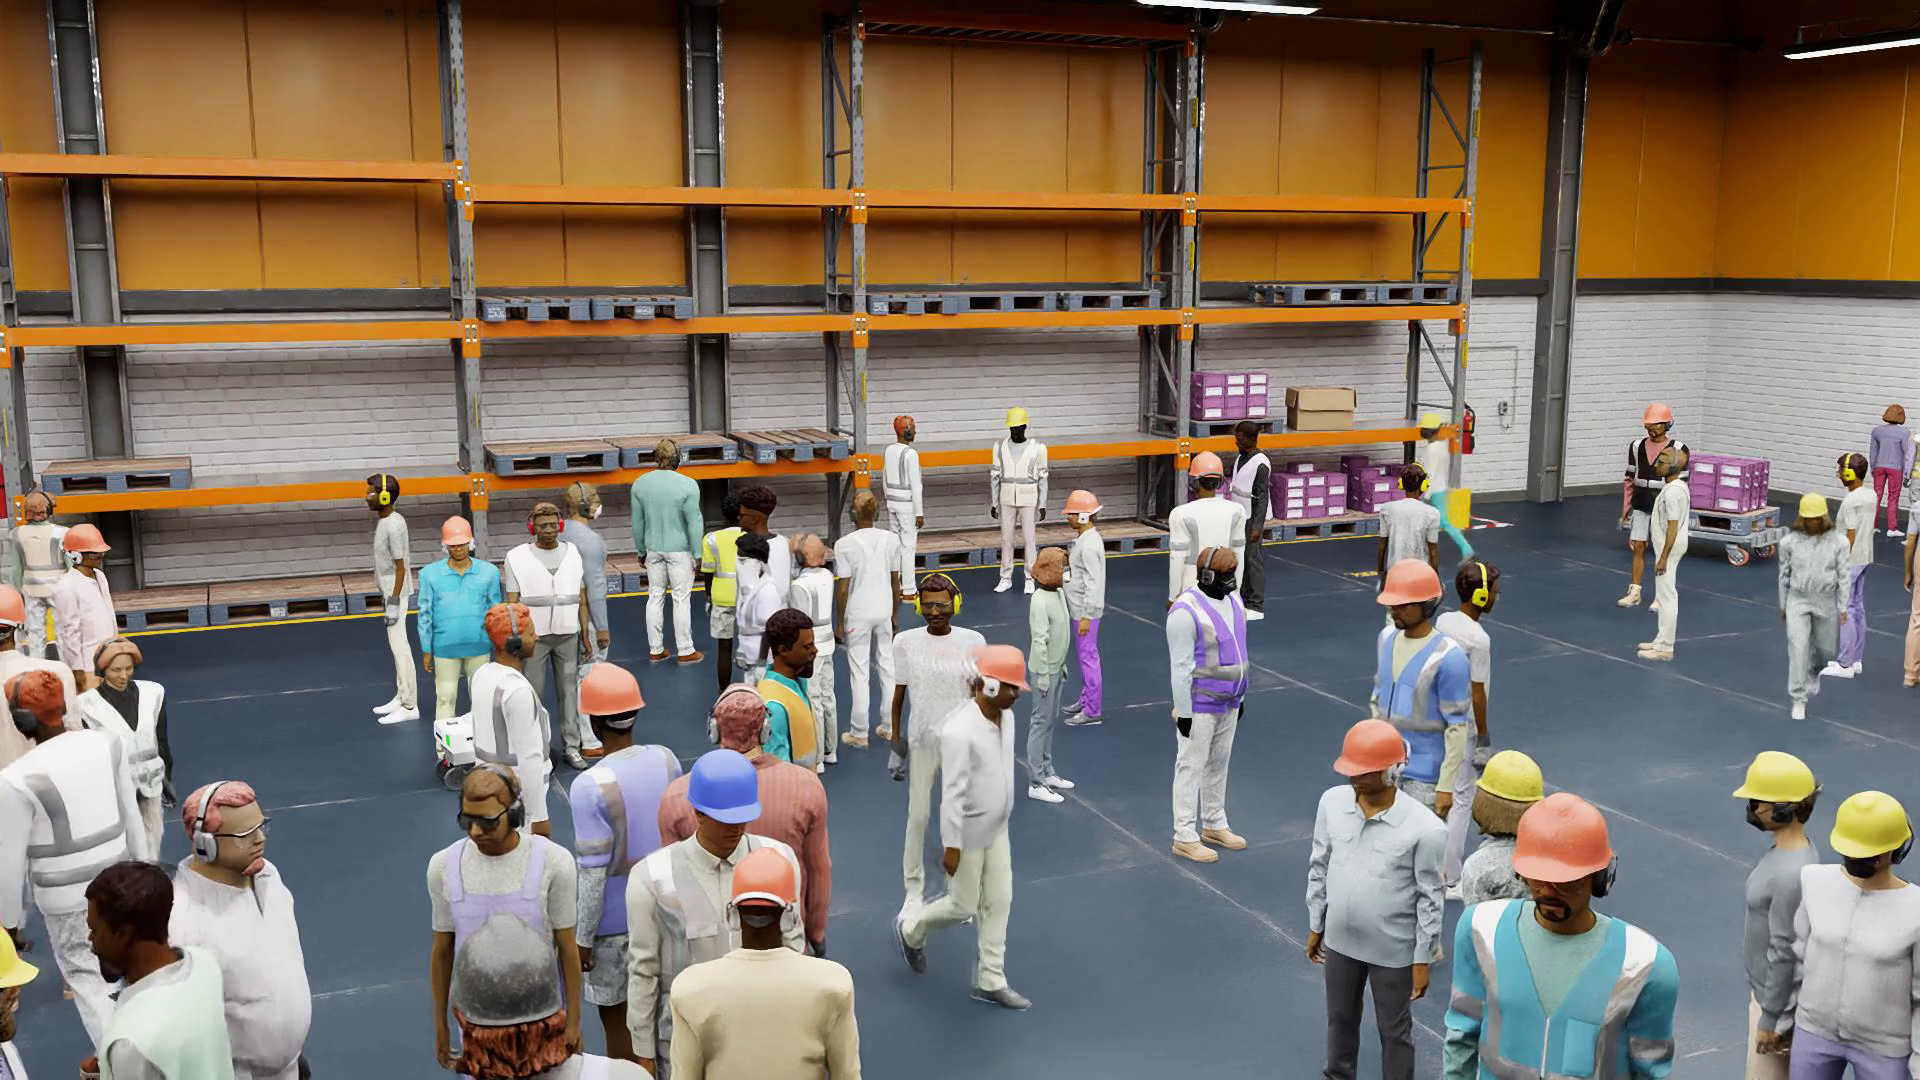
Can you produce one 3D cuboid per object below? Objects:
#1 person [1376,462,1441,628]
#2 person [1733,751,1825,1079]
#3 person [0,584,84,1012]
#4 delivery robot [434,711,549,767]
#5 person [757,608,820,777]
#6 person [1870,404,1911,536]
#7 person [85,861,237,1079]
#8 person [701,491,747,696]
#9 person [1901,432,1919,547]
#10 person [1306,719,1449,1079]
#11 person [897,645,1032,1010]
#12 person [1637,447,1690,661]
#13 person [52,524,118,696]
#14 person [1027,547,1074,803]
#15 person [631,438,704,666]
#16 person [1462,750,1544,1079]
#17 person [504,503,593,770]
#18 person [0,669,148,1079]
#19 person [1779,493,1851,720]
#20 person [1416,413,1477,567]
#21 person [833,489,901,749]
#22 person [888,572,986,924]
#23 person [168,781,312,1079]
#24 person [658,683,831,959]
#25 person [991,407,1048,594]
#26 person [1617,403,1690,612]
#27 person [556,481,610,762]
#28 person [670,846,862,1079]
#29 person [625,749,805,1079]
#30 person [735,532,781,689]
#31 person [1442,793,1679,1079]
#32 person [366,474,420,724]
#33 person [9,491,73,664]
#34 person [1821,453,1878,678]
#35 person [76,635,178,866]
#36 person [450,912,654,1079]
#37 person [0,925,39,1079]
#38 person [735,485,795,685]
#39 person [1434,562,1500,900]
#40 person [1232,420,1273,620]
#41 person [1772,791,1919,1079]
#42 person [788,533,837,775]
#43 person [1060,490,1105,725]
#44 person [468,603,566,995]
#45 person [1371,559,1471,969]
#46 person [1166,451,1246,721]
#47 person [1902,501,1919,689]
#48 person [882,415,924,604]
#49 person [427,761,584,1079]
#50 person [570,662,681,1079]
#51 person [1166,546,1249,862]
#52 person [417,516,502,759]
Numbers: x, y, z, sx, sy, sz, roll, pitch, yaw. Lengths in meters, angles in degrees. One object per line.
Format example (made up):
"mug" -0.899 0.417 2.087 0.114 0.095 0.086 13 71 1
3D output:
"person" 3.528 0.318 13.106 0.510 1.863 0.326 7 12 34
"person" 2.892 1.616 5.937 0.341 1.754 0.533 5 11 25
"person" -4.363 1.188 7.696 0.608 1.996 0.379 -5 11 -29
"delivery robot" -3.110 1.280 11.047 0.707 0.478 0.477 -6 11 -30
"person" -0.798 1.248 7.576 0.378 1.917 0.598 0 10 -2
"person" 11.487 -0.862 20.551 0.281 1.634 0.498 -6 11 -30
"person" -2.100 1.788 4.605 0.869 1.884 0.599 -2 10 -12
"person" -1.697 0.471 12.688 0.534 1.697 0.322 0 10 1
"person" 11.472 -0.724 19.728 0.514 1.645 0.309 2 10 9
"person" 1.576 1.534 6.420 0.564 1.745 0.334 9 13 42
"person" 0.028 1.317 7.783 0.681 1.704 0.583 6 12 32
"person" 6.069 0.115 14.312 0.337 1.846 0.514 5 11 26
"person" -5.660 0.759 10.867 0.330 1.750 0.573 -1 10 -5
"person" 0.583 0.850 10.692 0.284 1.633 0.497 3 10 17
"person" -2.466 0.105 14.104 0.635 1.937 0.353 3 10 17
"person" 1.951 1.608 6.008 0.489 1.744 0.295 -6 12 -32
"person" -2.763 0.655 11.199 0.565 1.846 0.390 -6 11 -30
"person" -3.624 1.419 6.741 0.631 1.861 0.602 4 11 21
"person" 6.471 0.470 12.659 0.497 1.716 0.687 4 10 20
"person" 5.344 -0.555 18.527 0.867 1.733 0.533 3 10 15
"person" -0.659 0.558 11.759 0.507 1.847 0.351 -5 11 -29
"person" -0.107 1.083 8.668 0.538 1.869 0.312 0 10 -2
"person" -2.218 1.671 5.170 0.410 1.909 0.643 1 10 4
"person" -0.806 1.478 6.283 0.639 1.911 0.402 -2 10 -12
"person" 0.597 -0.400 17.044 0.594 1.924 0.379 3 10 17
"person" 6.762 -0.320 16.249 0.373 2.043 0.615 -9 13 -43
"person" -2.605 0.557 11.500 0.370 1.940 0.627 -8 13 -38
"person" -0.582 1.777 5.026 0.576 1.740 0.342 -1 10 -6
"person" -0.781 1.611 5.436 0.604 1.939 0.415 -5 11 -26
"person" -1.305 0.778 10.951 0.322 1.686 0.549 -4 11 -21
"person" 1.642 1.692 4.656 0.610 2.043 0.375 6 11 29
"person" -4.251 0.431 12.419 0.326 1.874 0.519 -4 11 -22
"person" -7.169 0.431 13.085 0.511 1.640 0.308 0 10 -2
"person" 7.338 0.207 13.732 0.517 1.865 0.328 -9 13 -41
"person" -4.132 1.273 8.232 0.312 1.639 0.522 6 12 32
"person" -1.019 1.832 3.857 0.672 2.000 0.536 -7 12 -35
"person" -2.568 1.860 4.352 0.405 1.825 0.590 -2 10 -13
"person" -1.314 0.610 11.111 0.374 1.966 0.608 4 11 23
"person" 2.726 1.032 9.011 0.341 1.857 0.521 -2 10 -10
"person" 2.765 -0.191 15.879 0.391 1.915 0.587 -2 10 -13
"person" 2.981 1.678 5.564 0.328 1.759 0.524 -9 14 -43
"person" -0.996 0.762 11.180 0.309 1.639 0.523 3 10 19
"person" 0.907 0.497 12.374 0.338 1.749 0.573 0 10 2
"person" -2.087 1.223 7.820 0.354 1.883 0.573 -8 12 -37
"person" 2.183 1.095 8.110 0.406 2.039 0.610 -4 11 -23
"person" 1.806 0.362 12.322 0.608 2.044 0.370 -3 10 -18
"person" 7.792 0.302 13.233 0.330 1.844 0.520 -8 13 -39
"person" -0.552 -0.307 16.638 0.355 1.883 0.575 -7 12 -36
"person" -1.534 1.627 5.645 0.518 1.836 0.346 0 10 1
"person" -1.324 1.429 6.481 0.355 1.934 0.553 5 11 29
"person" 1.449 0.935 9.630 0.430 1.836 0.626 9 13 42
"person" -3.343 0.704 11.180 0.563 1.752 0.327 -4 11 -22
